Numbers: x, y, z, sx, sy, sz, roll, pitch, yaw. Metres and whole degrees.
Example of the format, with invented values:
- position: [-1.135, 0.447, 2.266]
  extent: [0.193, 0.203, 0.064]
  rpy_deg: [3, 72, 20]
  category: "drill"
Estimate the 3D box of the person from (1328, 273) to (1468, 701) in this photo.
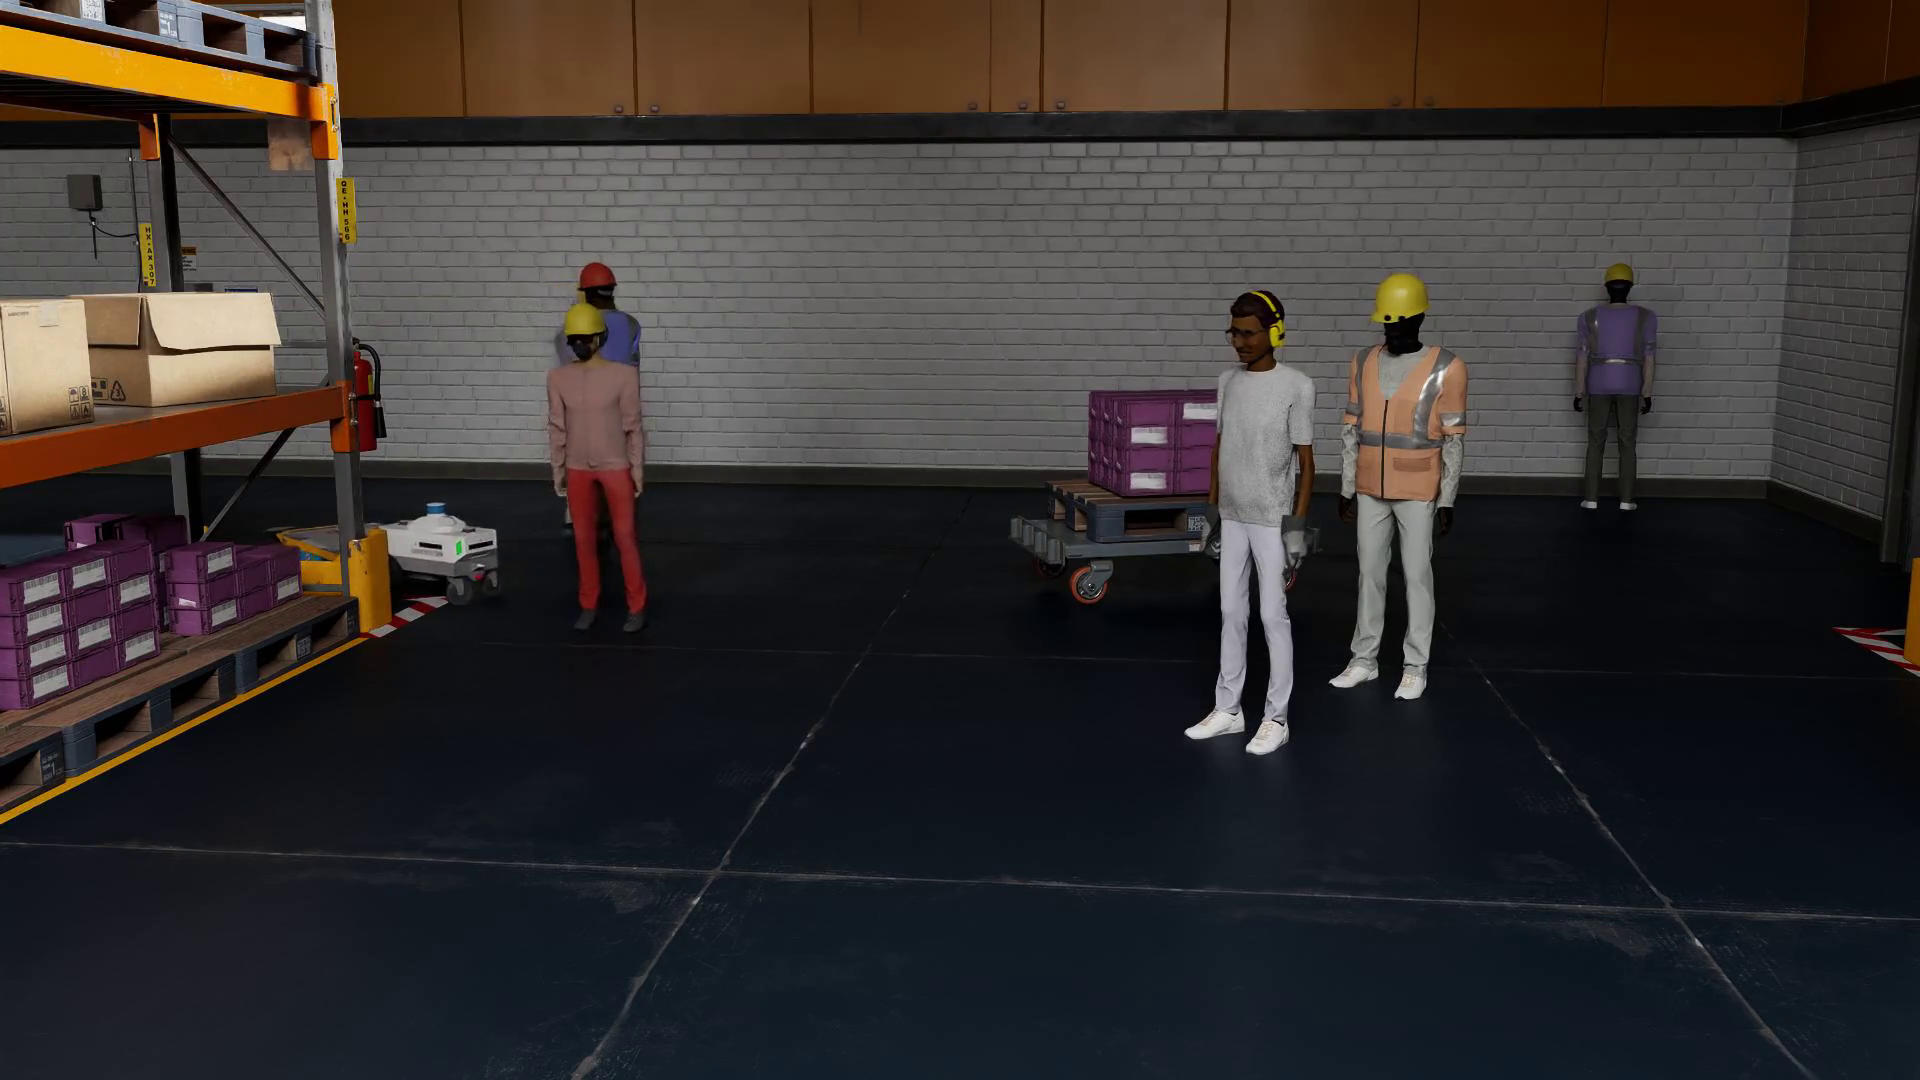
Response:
- position: [1.971, -0.236, 7.517]
  extent: [0.585, 1.918, 0.379]
  rpy_deg: [9, 13, 41]
  category: "person"

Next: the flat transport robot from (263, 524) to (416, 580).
- position: [-3.811, 0.070, 10.473]
  extent: [0.652, 0.197, 1.431]
  rpy_deg: [-9, 13, -40]
  category: "flat transport robot"

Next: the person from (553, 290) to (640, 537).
- position: [-2.603, -0.938, 11.932]
  extent: [0.602, 1.773, 0.912]
  rpy_deg: [6, 12, 31]
  category: "person"

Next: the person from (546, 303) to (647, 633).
- position: [-1.917, -0.367, 8.765]
  extent: [0.523, 1.749, 0.387]
  rpy_deg: [1, 10, 7]
  category: "person"

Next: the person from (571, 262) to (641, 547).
- position: [-2.436, -0.922, 11.391]
  extent: [0.358, 1.937, 0.544]
  rpy_deg: [8, 13, 40]
  category: "person"

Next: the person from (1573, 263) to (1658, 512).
- position: [5.057, -1.173, 12.873]
  extent: [0.586, 1.921, 0.379]
  rpy_deg: [4, 11, 20]
  category: "person"

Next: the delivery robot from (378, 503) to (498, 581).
- position: [-3.024, 0.027, 9.639]
  extent: [0.707, 0.478, 0.477]
  rpy_deg: [6, 11, 30]
  category: "delivery robot"

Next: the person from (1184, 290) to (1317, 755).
- position: [1.186, -0.069, 6.719]
  extent: [0.328, 1.865, 0.520]
  rpy_deg: [-9, 13, -42]
  category: "person"
